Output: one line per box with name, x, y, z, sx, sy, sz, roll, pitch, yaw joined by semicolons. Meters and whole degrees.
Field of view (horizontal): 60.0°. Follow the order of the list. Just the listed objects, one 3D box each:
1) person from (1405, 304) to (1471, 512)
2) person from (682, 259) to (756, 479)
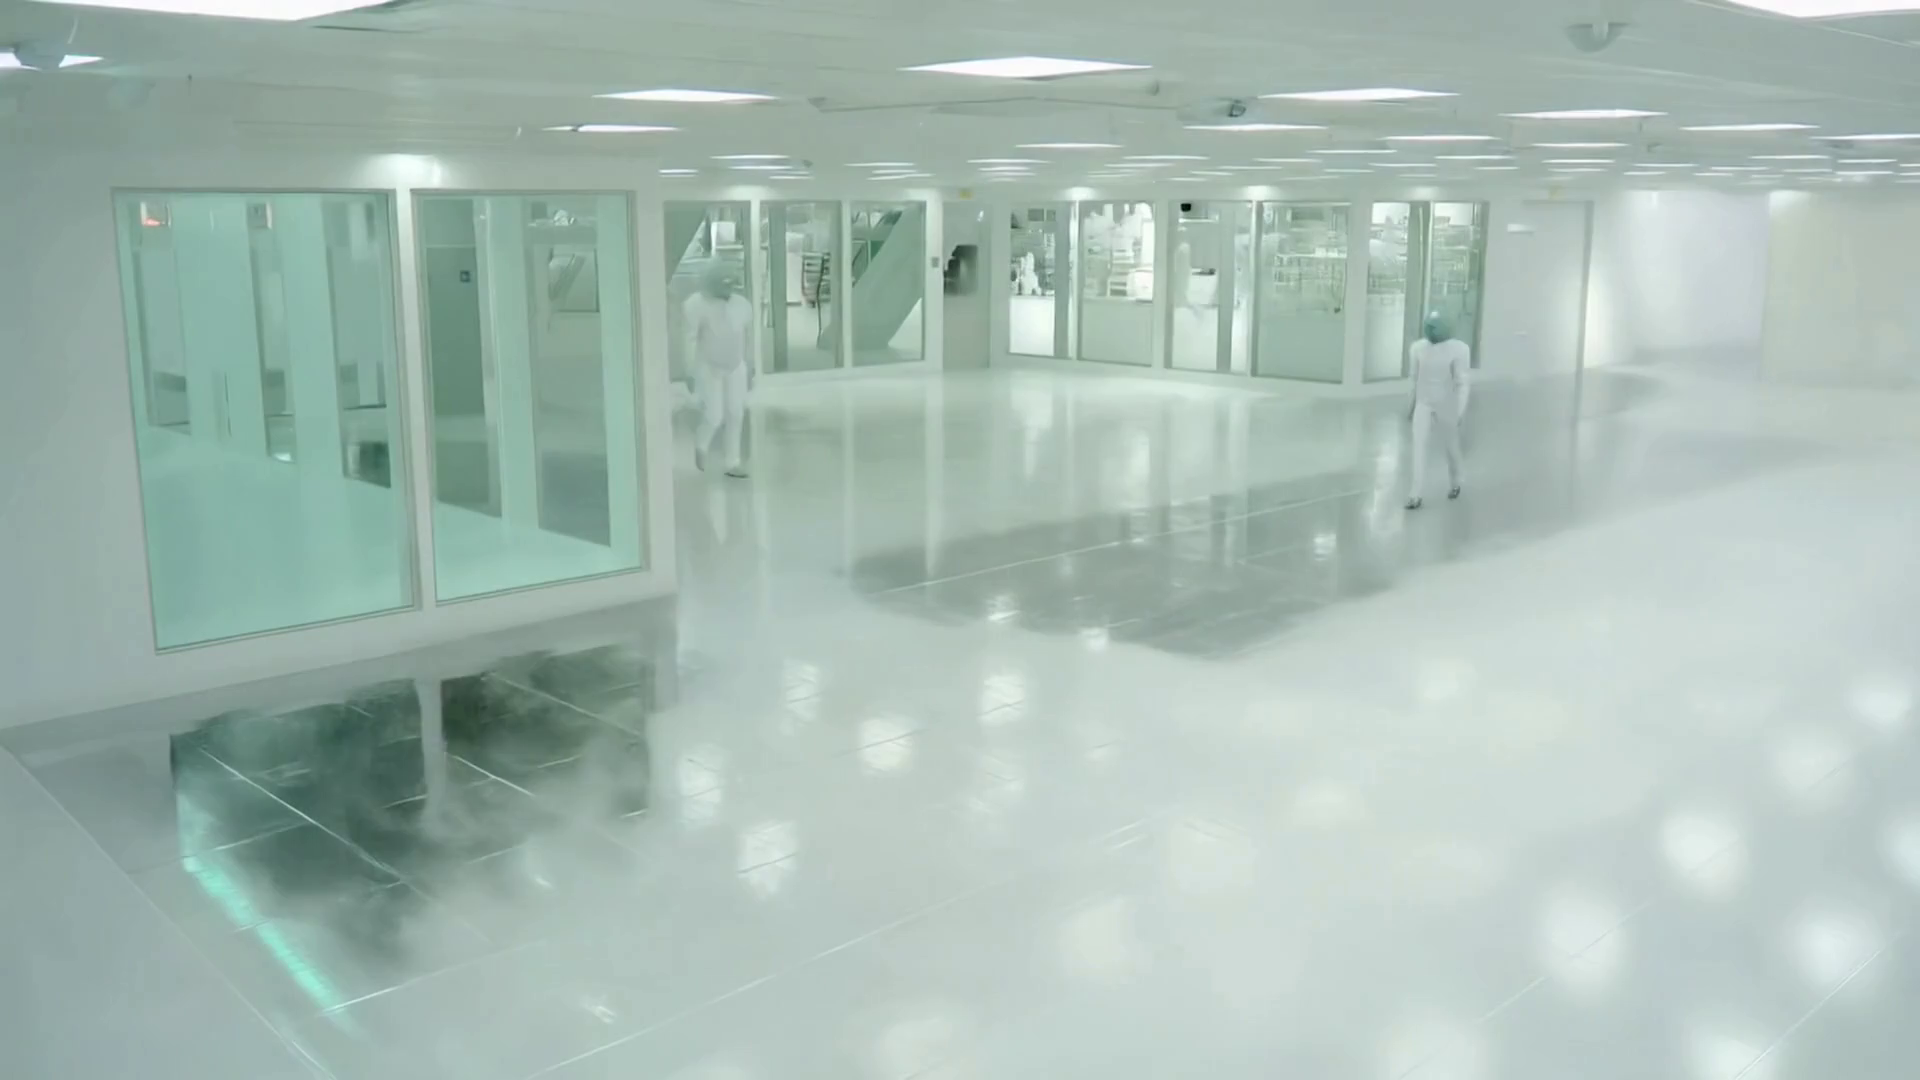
person;3.754;-1.052;13.024;0.506;1.600;0.832;7;13;32
person;-2.070;-1.473;14.369;0.669;1.891;0.482;-7;13;-32
